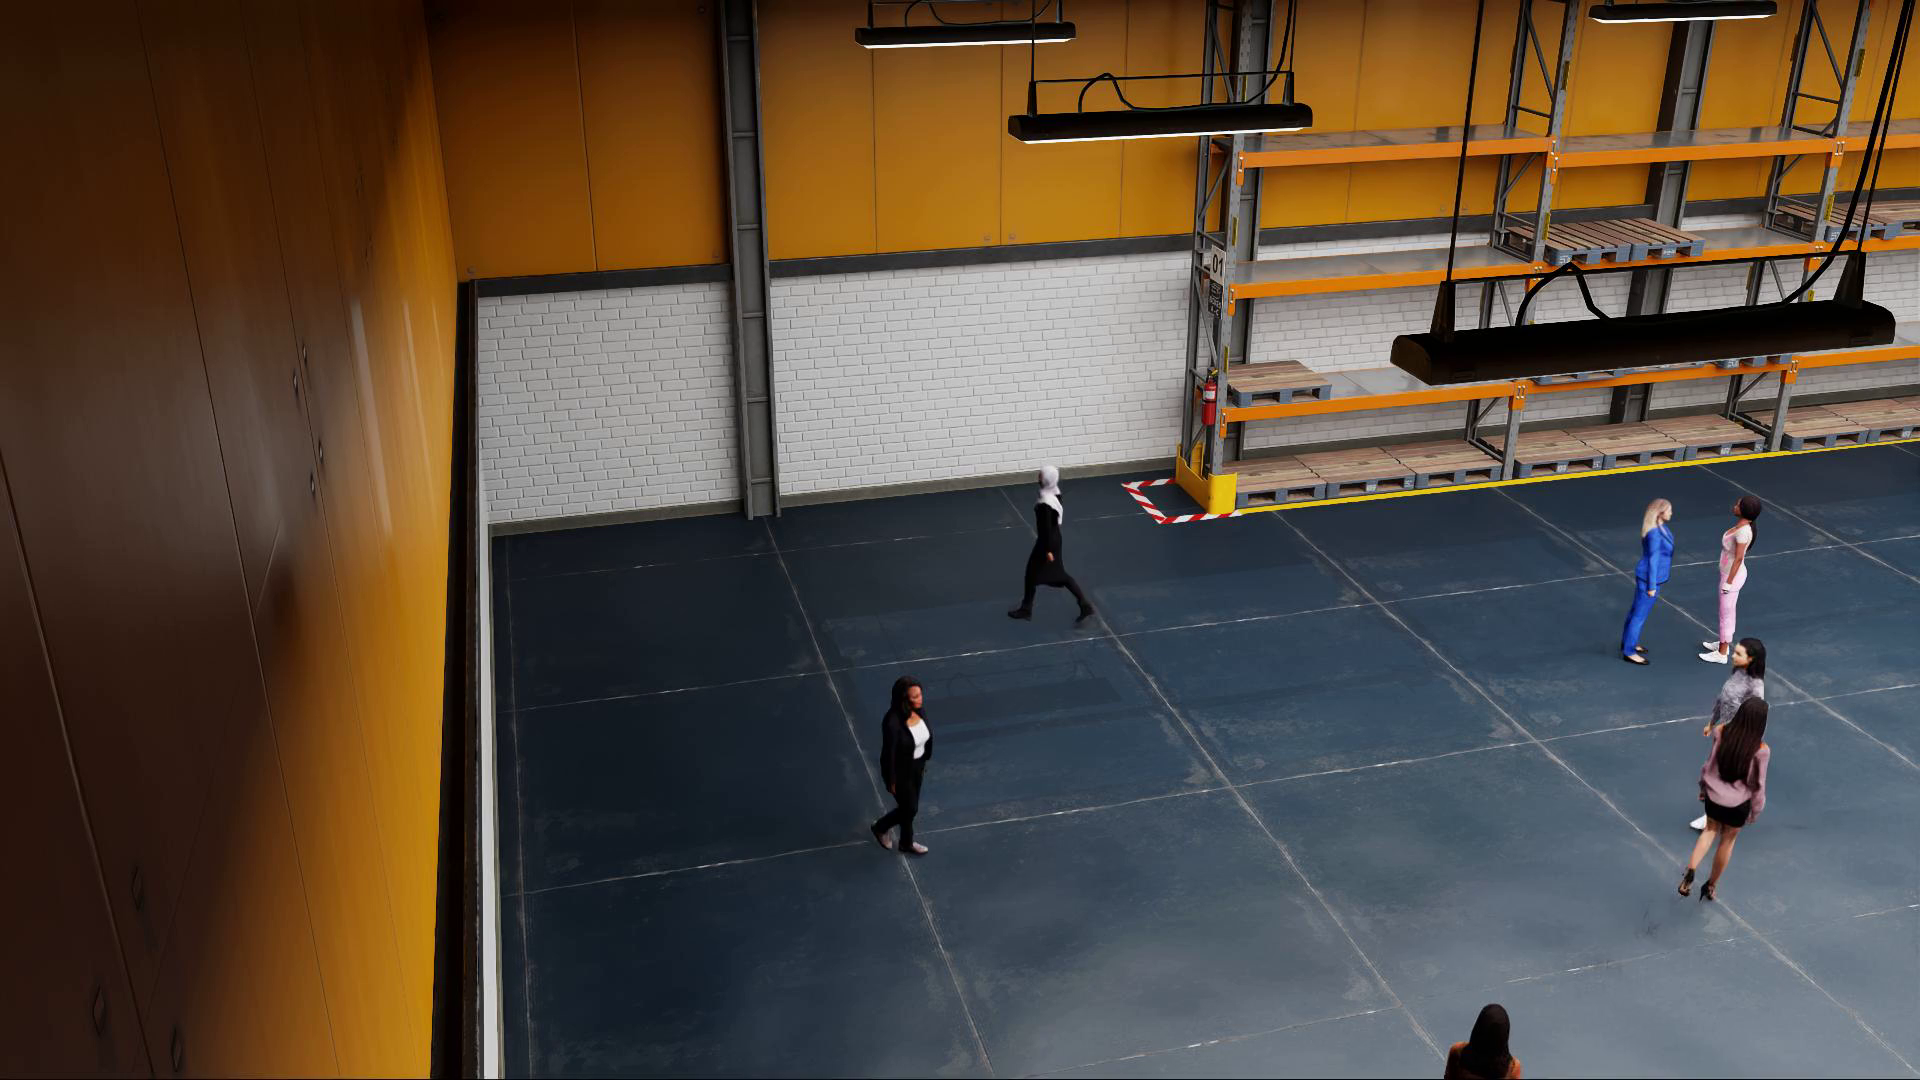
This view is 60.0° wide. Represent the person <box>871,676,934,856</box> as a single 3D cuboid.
[{"bbox_3d":[-0.515,1.800,13.233,0.906,1.606,0.846,11,26,24],"label":"person"}]

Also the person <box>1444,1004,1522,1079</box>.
[{"bbox_3d":[2.916,3.400,9.486,0.877,1.676,0.885,8,25,17],"label":"person"}]

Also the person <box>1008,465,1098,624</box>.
[{"bbox_3d":[0.999,0.083,16.992,1.228,1.743,1.023,8,25,17],"label":"person"}]

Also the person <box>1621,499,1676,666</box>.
[{"bbox_3d":[6.757,0.383,16.357,0.729,1.700,0.710,8,25,17],"label":"person"}]

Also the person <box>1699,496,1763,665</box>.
[{"bbox_3d":[7.588,0.372,16.333,0.711,1.742,0.651,13,27,27],"label":"person"}]

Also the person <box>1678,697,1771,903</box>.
[{"bbox_3d":[5.725,2.014,12.507,0.912,1.797,0.814,-19,30,-36],"label":"person"}]

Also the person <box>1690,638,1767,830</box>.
[{"bbox_3d":[6.418,1.589,13.581,0.760,1.715,0.723,1,24,1],"label":"person"}]
